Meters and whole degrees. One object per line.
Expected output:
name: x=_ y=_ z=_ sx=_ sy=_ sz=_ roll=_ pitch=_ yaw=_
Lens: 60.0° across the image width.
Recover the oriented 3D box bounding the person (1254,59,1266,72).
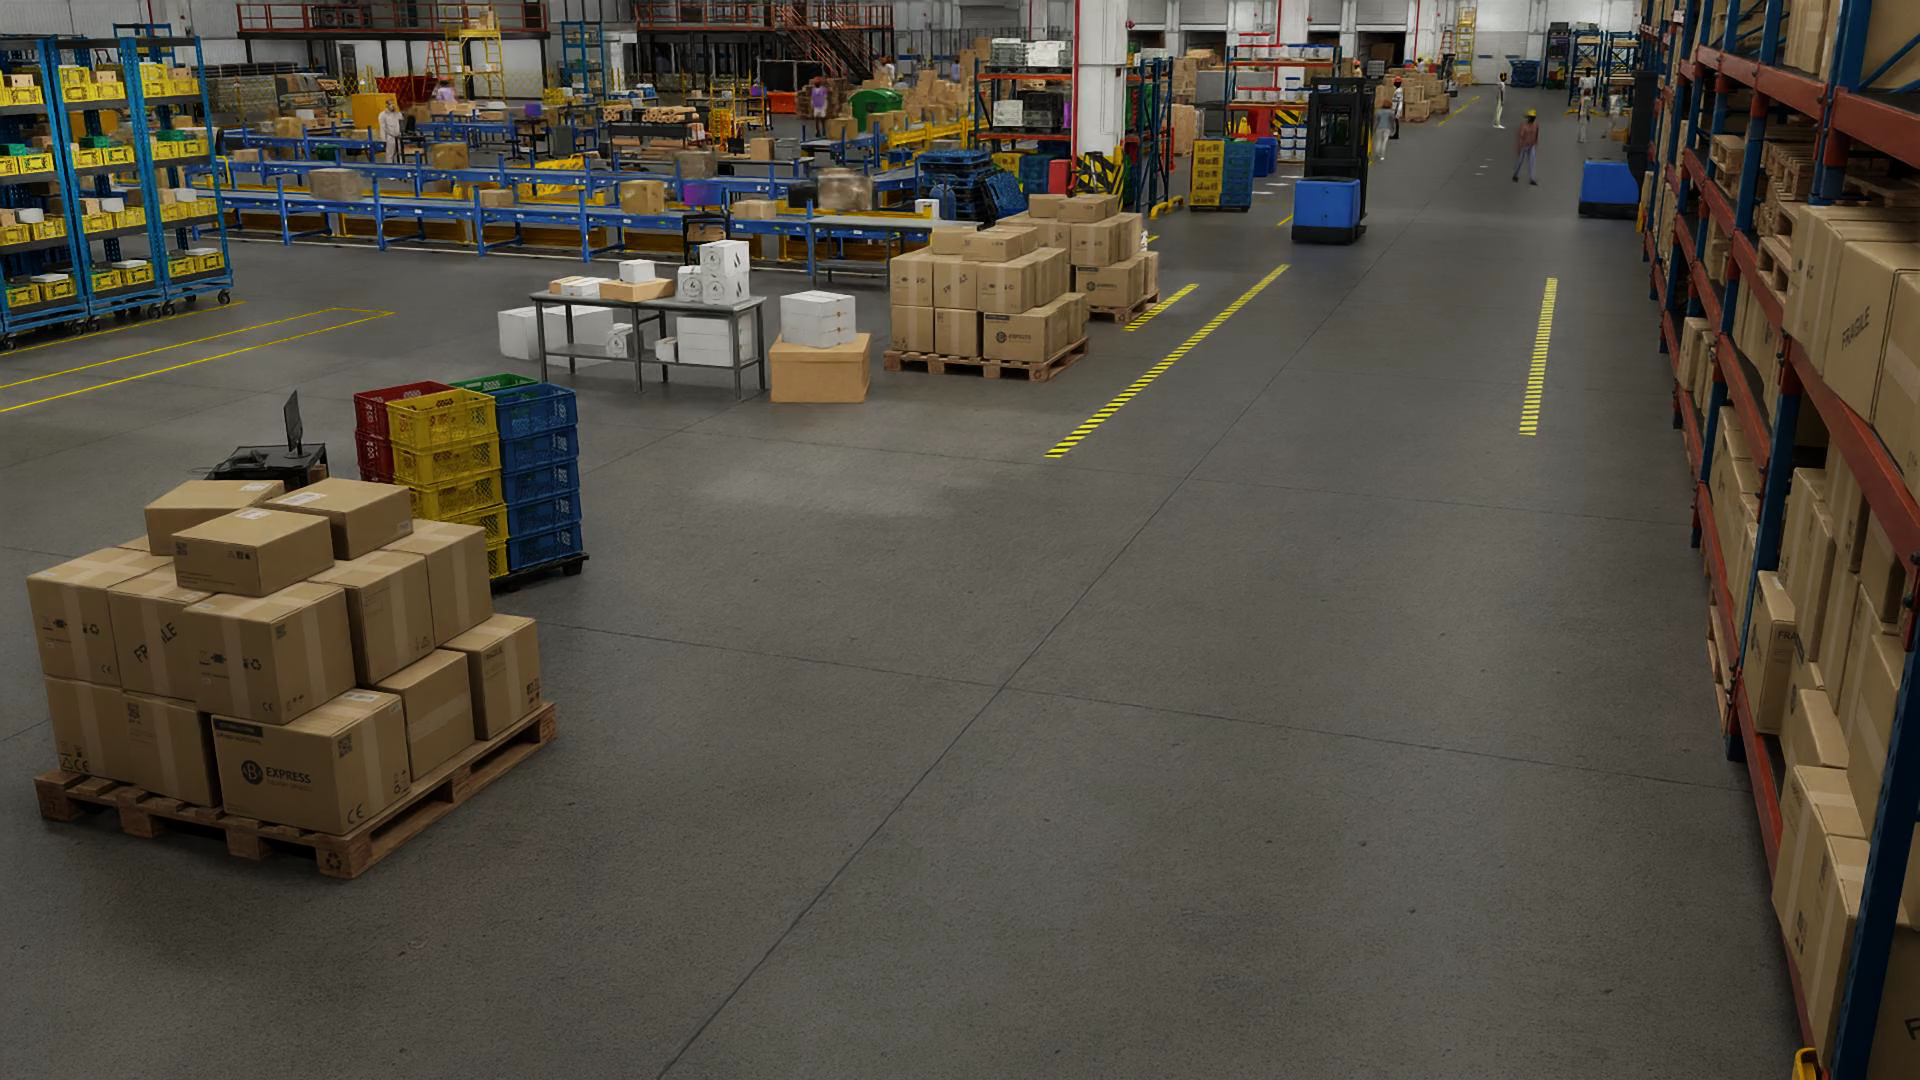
person: x=13.579 y=-20.859 z=75.060 sx=0.747 sy=2.000 sz=0.701 roll=-5 pitch=18 yaw=-15

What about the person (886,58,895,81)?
person: x=-3.321 y=-21.155 z=76.278 sx=0.663 sy=1.859 sz=0.441 roll=2 pitch=18 yaw=6

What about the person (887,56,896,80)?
person: x=-3.415 y=-22.860 z=81.747 sx=0.524 sy=1.796 sz=0.991 roll=10 pitch=20 yaw=29

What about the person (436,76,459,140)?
person: x=-15.888 y=-13.324 z=51.526 sx=1.000 sy=2.013 sz=0.639 roll=11 pitch=21 yaw=31

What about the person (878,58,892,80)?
person: x=-3.385 y=-20.535 z=74.267 sx=0.653 sy=1.931 sz=0.770 roll=-3 pitch=18 yaw=-11

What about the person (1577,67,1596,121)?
person: x=23.065 y=-16.418 z=61.252 sx=0.606 sy=1.957 sz=0.388 roll=5 pitch=18 yaw=15

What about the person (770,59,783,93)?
person: x=-8.297 y=-20.804 z=75.177 sx=0.583 sy=1.864 sz=0.666 roll=1 pitch=18 yaw=3

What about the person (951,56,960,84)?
person: x=-0.240 y=-21.208 z=76.348 sx=0.545 sy=1.923 sz=0.688 roll=17 pitch=24 yaw=42

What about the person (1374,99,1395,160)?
person: x=11.622 y=-11.206 z=45.418 sx=0.530 sy=1.603 sz=0.739 roll=9 pitch=20 yaw=26

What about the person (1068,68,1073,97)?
person: x=5.035 y=-20.506 z=74.513 sx=0.490 sy=1.711 sz=0.893 roll=-5 pitch=18 yaw=-15

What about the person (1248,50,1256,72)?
person: x=16.409 y=-26.419 z=92.903 sx=0.548 sy=1.804 sz=0.996 roll=-16 pitch=24 yaw=-41

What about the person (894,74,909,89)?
person: x=-2.092 y=-15.435 z=58.405 sx=0.633 sy=1.809 sz=0.464 roll=-13 pitch=22 yaw=-36

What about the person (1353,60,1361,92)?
person: x=16.629 y=-19.134 z=69.832 sx=0.390 sy=1.929 sz=0.540 roll=9 pitch=20 yaw=25

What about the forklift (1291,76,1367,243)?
forklift: x=6.598 y=-6.755 z=29.381 sx=1.129 sy=2.768 sz=1.873 roll=6 pitch=19 yaw=19

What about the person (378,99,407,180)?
person: x=-13.607 y=-9.632 z=39.996 sx=0.407 sy=1.912 sz=0.643 roll=14 pitch=22 yaw=37

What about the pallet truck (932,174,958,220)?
pallet truck: x=-0.507 y=-5.292 z=27.348 sx=0.653 sy=1.274 sz=1.630 roll=6 pitch=19 yaw=19

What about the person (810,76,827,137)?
person: x=-4.551 y=-13.945 z=53.530 sx=0.563 sy=1.919 sz=0.426 roll=5 pitch=18 yaw=16

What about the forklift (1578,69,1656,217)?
forklift: x=13.219 y=-7.740 z=32.475 sx=1.873 sy=2.768 sz=1.129 roll=6 pitch=19 yaw=18

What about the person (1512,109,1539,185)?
person: x=13.319 y=-9.239 z=39.070 sx=0.534 sy=1.727 sz=0.916 roll=-3 pitch=18 yaw=-10

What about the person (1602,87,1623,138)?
person: x=20.867 y=-13.653 z=53.124 sx=0.795 sy=1.605 sz=0.513 roll=-6 pitch=19 yaw=-19

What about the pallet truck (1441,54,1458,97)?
pallet truck: x=22.765 y=-21.886 z=78.355 sx=0.823 sy=1.965 sz=1.885 roll=-4 pitch=18 yaw=-14

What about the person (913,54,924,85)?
person: x=-2.008 y=-22.416 z=80.151 sx=0.595 sy=1.917 sz=0.373 roll=-10 pitch=20 yaw=-30

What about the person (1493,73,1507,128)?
person: x=18.770 y=-15.249 z=57.708 sx=0.329 sy=1.873 sz=0.515 roll=0 pitch=18 yaw=1

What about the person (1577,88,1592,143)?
person: x=19.318 y=-13.126 z=51.410 sx=0.310 sy=1.642 sz=0.514 roll=-1 pitch=18 yaw=-2

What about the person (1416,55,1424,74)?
person: x=22.357 y=-22.638 z=80.931 sx=0.985 sy=1.881 sz=0.599 roll=-6 pitch=19 yaw=-19

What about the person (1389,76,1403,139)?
person: x=13.822 y=-13.688 z=52.695 sx=0.359 sy=1.938 sz=0.547 roll=4 pitch=18 yaw=11
